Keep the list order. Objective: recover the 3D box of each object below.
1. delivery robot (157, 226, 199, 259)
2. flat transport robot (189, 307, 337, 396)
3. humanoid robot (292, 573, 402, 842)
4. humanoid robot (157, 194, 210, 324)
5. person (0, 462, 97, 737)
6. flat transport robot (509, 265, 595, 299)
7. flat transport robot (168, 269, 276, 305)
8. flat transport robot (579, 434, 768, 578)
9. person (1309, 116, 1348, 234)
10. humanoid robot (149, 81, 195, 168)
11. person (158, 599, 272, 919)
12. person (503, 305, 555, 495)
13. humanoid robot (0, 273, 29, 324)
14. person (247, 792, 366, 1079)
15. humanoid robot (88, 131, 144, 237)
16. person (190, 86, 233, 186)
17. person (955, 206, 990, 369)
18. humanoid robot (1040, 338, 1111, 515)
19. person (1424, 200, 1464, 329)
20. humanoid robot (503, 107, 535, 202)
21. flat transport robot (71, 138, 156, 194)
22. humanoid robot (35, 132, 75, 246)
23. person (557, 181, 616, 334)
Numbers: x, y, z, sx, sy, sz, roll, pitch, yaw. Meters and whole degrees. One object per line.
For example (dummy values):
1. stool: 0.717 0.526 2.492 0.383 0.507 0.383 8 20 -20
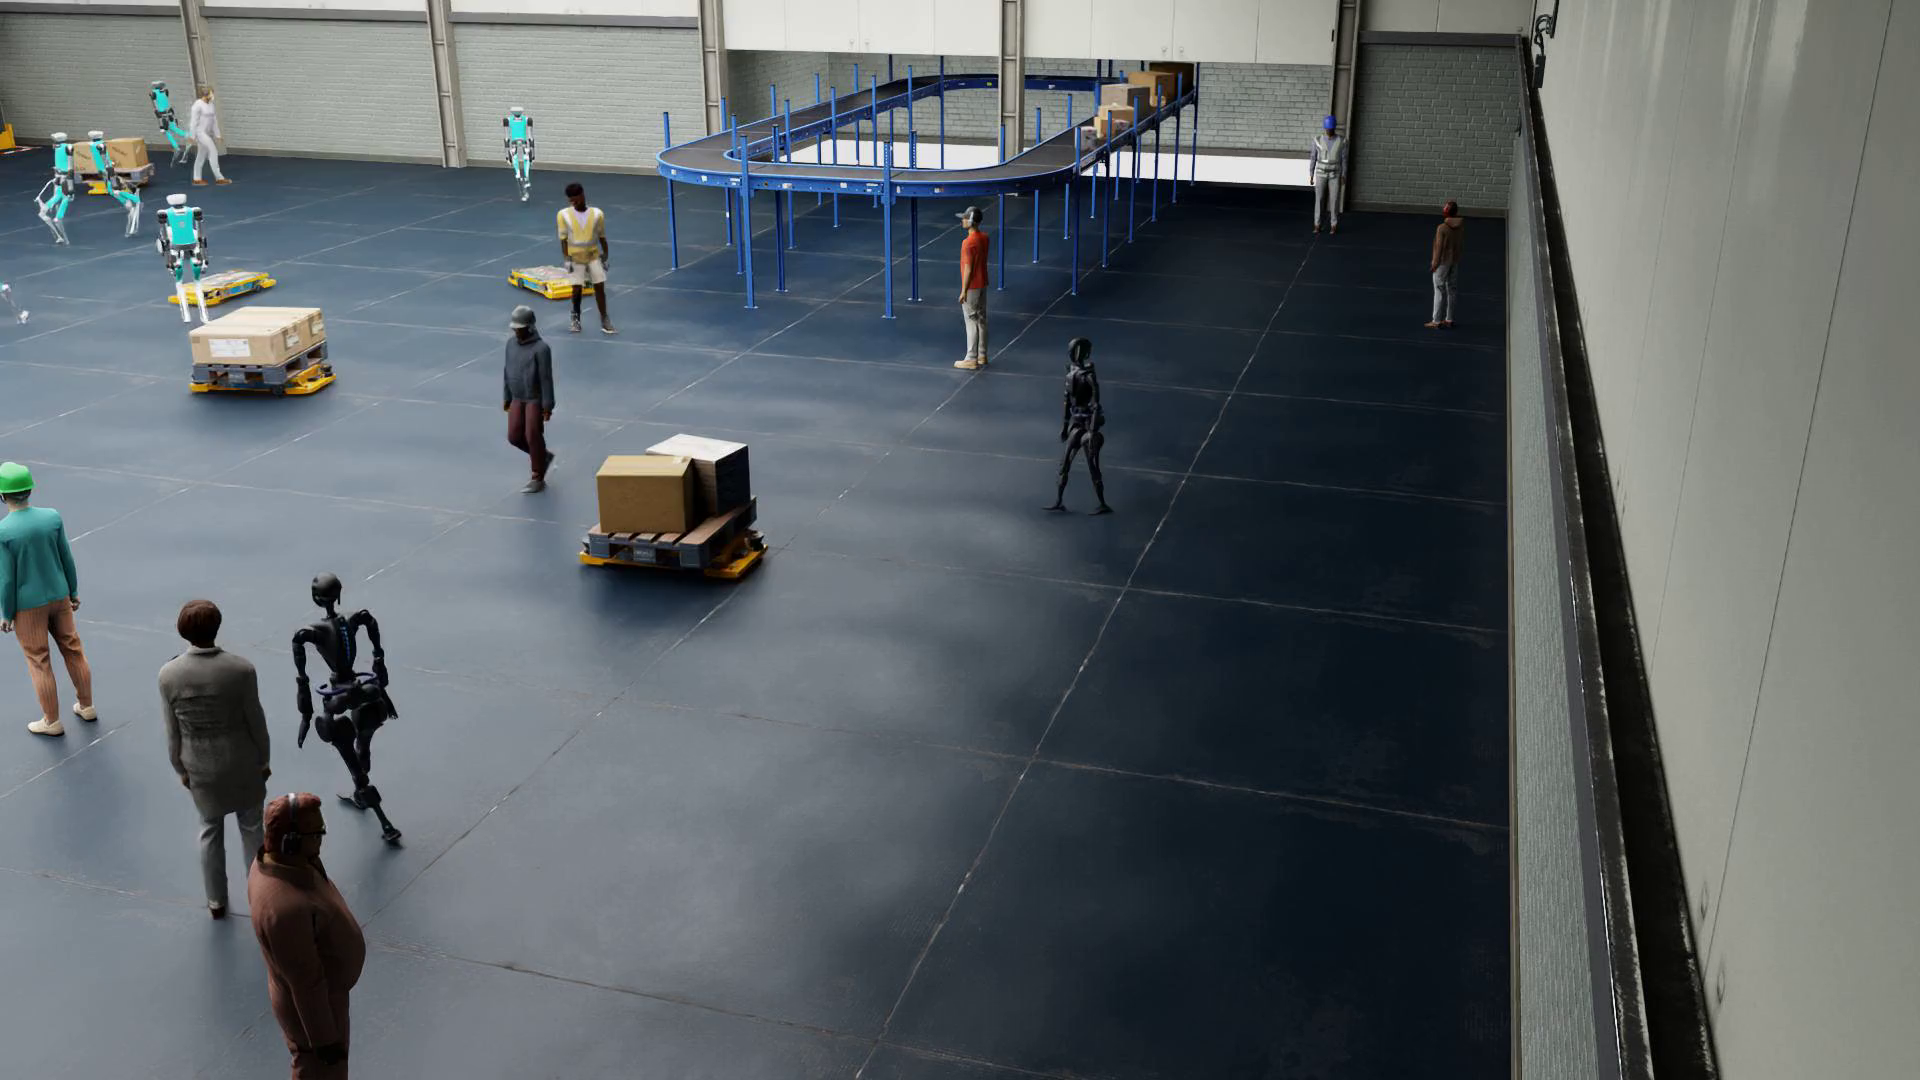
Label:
1. delivery robot: -12.183 -4.704 25.970 0.791 0.587 0.499 20 28 41
2. flat transport robot: -7.947 -1.852 18.981 1.431 0.231 0.659 2 21 5
3. humanoid robot: -3.602 0.972 9.783 0.793 1.632 0.596 18 27 39
4. humanoid robot: -10.015 -3.643 21.484 0.530 1.714 0.750 -12 24 -28
5. person: -6.058 0.388 10.938 0.344 1.873 0.526 12 24 29
6. flat transport robot: -5.841 -3.687 23.739 0.659 0.231 1.431 -16 26 -36
7. flat transport robot: -10.367 -3.552 23.390 0.659 0.231 1.431 6 22 15
8. flat transport robot: -2.406 0.064 14.011 1.431 0.231 0.659 6 22 14
9. person: 6.098 -6.058 27.589 0.611 1.933 0.412 4 21 11
10. humanoid robot: -16.191 -8.547 34.341 0.808 1.803 0.540 3 21 9
11. person: -3.973 1.185 8.957 0.508 1.821 0.366 -2 21 -6
12. person: -3.996 -1.323 15.483 0.567 1.791 0.450 11 24 27
13. humanoid robot: -12.545 -3.563 21.439 0.548 1.795 0.914 14 25 31
14. person: -2.674 1.913 6.948 0.410 1.904 0.639 -10 23 -25
15. humanoid robot: -13.694 -5.778 27.197 0.768 1.837 0.531 -17 27 -37
16. person: -14.565 -7.807 32.191 0.895 1.871 0.639 0 21 -1
17. person: 0.143 -2.974 19.611 0.376 1.913 0.475 12 24 28
18. humanoid robot: 1.072 -0.997 14.830 0.630 1.637 0.600 -10 23 -25
19. person: 6.276 -3.543 21.440 0.471 1.650 0.310 -11 24 -26
20. humanoid robot: -7.937 -6.923 30.102 0.552 1.735 1.018 -7 22 -18
21. flat transport robot: -16.166 -6.829 31.889 0.659 0.231 1.431 -3 21 -8
22. humanoid robot: -14.529 -5.549 26.667 0.540 1.864 0.819 16 26 35
23. person: -4.770 -3.601 21.193 0.658 1.942 0.518 -9 23 -22
